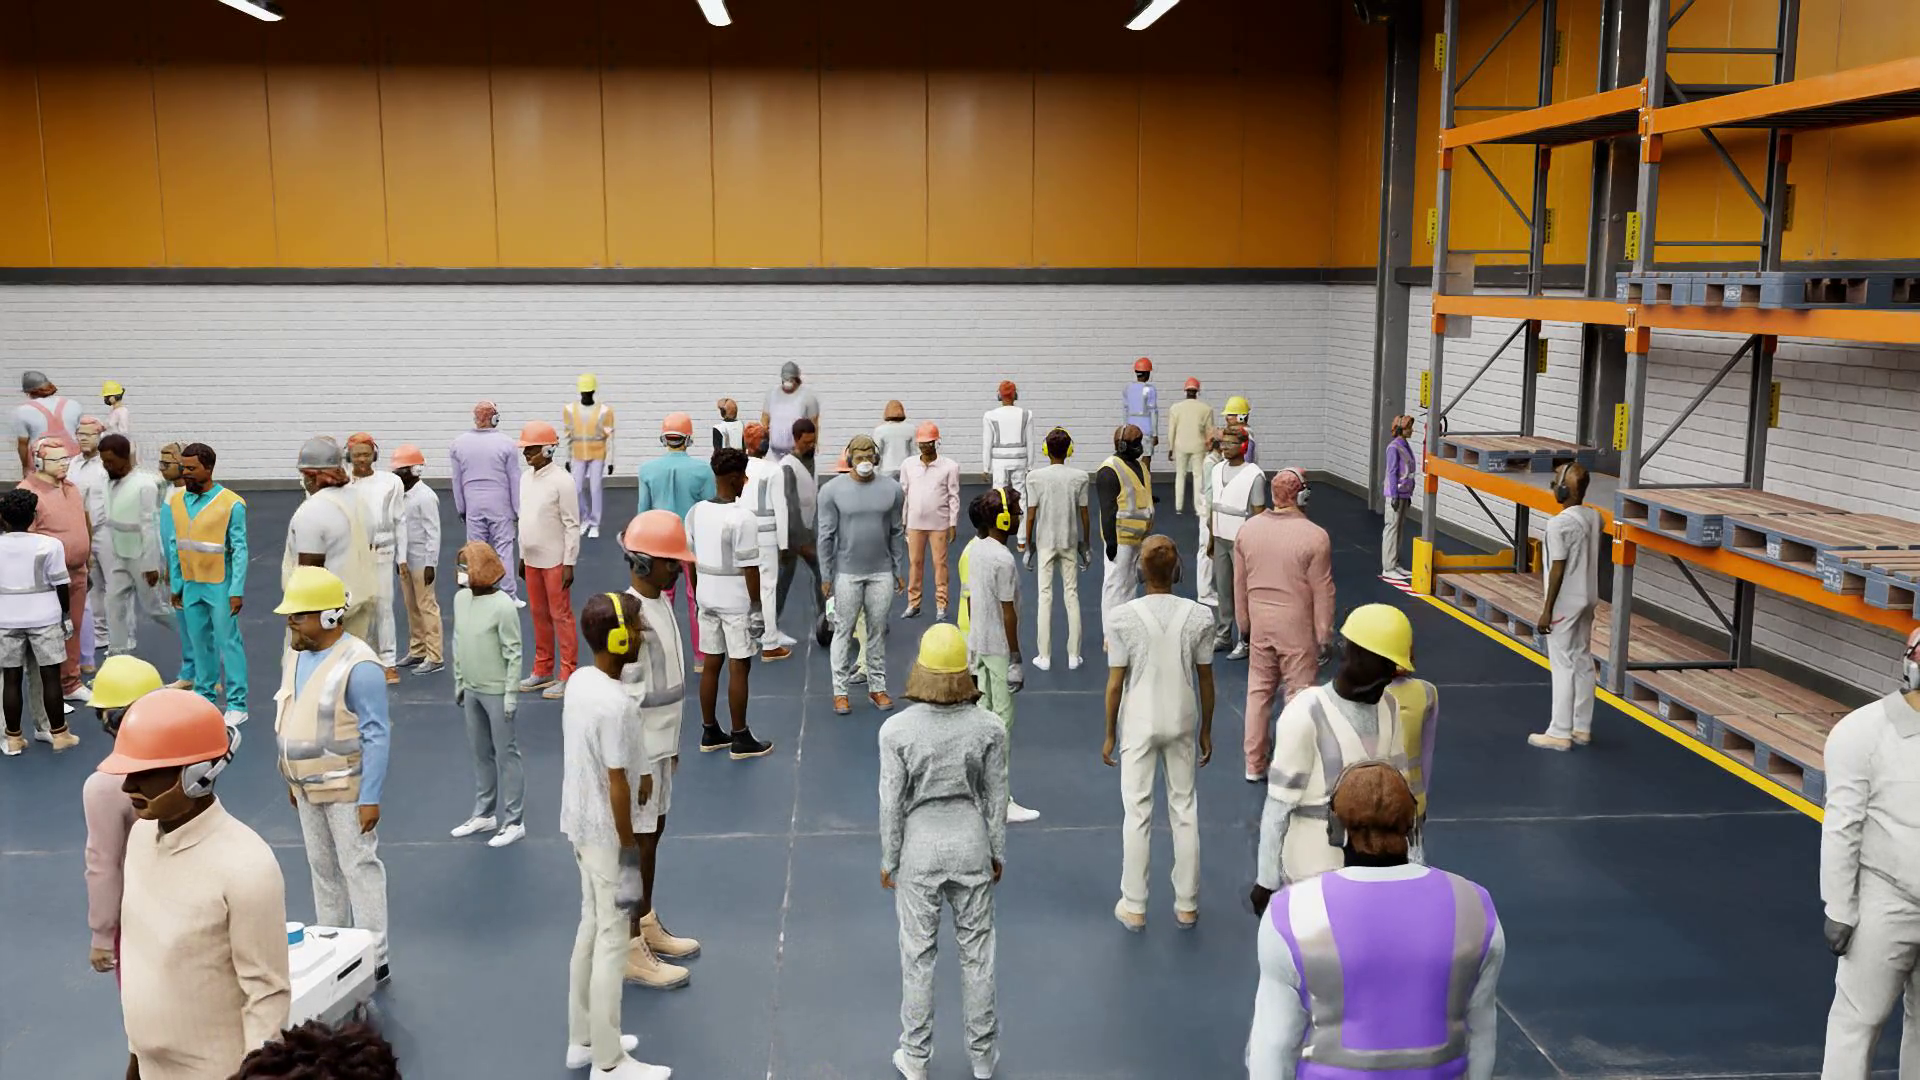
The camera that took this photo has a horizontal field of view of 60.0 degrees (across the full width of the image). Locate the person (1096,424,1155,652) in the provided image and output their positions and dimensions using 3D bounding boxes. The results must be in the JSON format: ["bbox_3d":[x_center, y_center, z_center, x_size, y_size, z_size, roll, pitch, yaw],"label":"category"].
[{"bbox_3d":[1.343,-0.010,13.349,0.429,1.844,0.623,6,11,33],"label":"person"}]

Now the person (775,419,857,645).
[{"bbox_3d":[-1.233,-0.050,13.513,0.891,1.866,0.611,3,10,19],"label":"person"}]

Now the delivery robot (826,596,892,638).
[{"bbox_3d":[-0.825,0.530,13.688,0.477,0.478,0.707,3,10,19],"label":"delivery robot"}]

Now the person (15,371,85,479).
[{"bbox_3d":[-9.944,-0.900,18.312,0.813,2.000,0.544,-9,13,-44],"label":"person"}]

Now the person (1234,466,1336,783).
[{"bbox_3d":[1.930,0.520,9.801,0.651,1.910,0.403,9,12,43],"label":"person"}]

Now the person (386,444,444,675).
[{"bbox_3d":[-4.165,0.144,12.656,0.341,1.748,0.574,-8,12,-42],"label":"person"}]

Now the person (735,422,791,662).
[{"bbox_3d":[-1.599,0.014,13.063,0.583,1.882,0.337,5,10,27],"label":"person"}]

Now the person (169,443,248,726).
[{"bbox_3d":[-5.025,0.301,11.149,0.593,1.920,0.391,3,9,17],"label":"person"}]

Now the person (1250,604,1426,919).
[{"bbox_3d":[1.408,1.160,5.925,0.857,1.866,0.618,9,13,44],"label":"person"}]

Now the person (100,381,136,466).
[{"bbox_3d":[-10.120,-1.030,20.021,0.339,1.761,0.524,-7,12,-39],"label":"person"}]

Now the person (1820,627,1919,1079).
[{"bbox_3d":[3.161,1.212,5.471,0.639,1.909,0.409,0,9,-2],"label":"person"}]

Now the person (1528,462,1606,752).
[{"bbox_3d":[3.878,0.424,10.606,0.506,1.845,0.344,-6,11,-35],"label":"person"}]

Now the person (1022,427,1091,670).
[{"bbox_3d":[0.744,0.067,12.780,0.533,1.868,0.310,-1,9,-4],"label":"person"}]

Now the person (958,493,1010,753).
[{"bbox_3d":[0.157,0.546,10.305,0.316,1.695,0.542,3,9,17],"label":"person"}]

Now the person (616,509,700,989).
[{"bbox_3d":[-1.313,0.879,7.147,0.398,2.039,0.605,1,9,3],"label":"person"}]

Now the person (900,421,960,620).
[{"bbox_3d":[-0.284,-0.168,14.613,0.559,1.752,0.326,2,9,14],"label":"person"}]

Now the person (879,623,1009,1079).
[{"bbox_3d":[-0.063,1.172,6.245,0.503,1.739,0.320,-1,9,-9],"label":"person"}]

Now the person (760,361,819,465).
[{"bbox_3d":[-2.106,-1.265,20.601,0.690,2.000,1.060,3,10,19],"label":"person"}]

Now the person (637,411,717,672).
[{"bbox_3d":[-2.133,0.017,12.687,0.623,1.995,0.389,1,9,4],"label":"person"}]

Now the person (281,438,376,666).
[{"bbox_3d":[-3.953,0.357,10.418,0.539,2.000,0.703,2,9,14],"label":"person"}]

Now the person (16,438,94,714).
[{"bbox_3d":[-6.261,0.241,11.568,0.405,1.906,0.653,1,9,5],"label":"person"}]

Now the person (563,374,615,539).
[{"bbox_3d":[-4.252,-0.955,19.072,0.601,1.902,0.453,0,9,3],"label":"person"}]

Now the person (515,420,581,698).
[{"bbox_3d":[-2.981,0.134,11.958,0.622,1.993,0.384,8,12,40],"label":"person"}]

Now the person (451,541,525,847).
[{"bbox_3d":[-2.517,0.810,8.846,0.501,1.632,0.280,7,11,37],"label":"person"}]

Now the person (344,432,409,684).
[{"bbox_3d":[-4.372,0.141,12.257,0.585,1.883,0.337,-3,10,-20],"label":"person"}]

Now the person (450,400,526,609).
[{"bbox_3d":[-4.226,-0.303,14.981,0.647,1.908,0.409,1,9,6],"label":"person"}]

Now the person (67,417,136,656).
[{"bbox_3d":[-6.863,-0.028,13.246,0.643,1.912,0.401,4,10,26],"label":"person"}]

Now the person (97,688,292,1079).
[{"bbox_3d":[-1.964,1.354,4.301,0.611,1.995,0.375,6,11,33],"label":"person"}]

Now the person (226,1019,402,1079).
[{"bbox_3d":[-0.890,1.662,2.531,0.633,1.947,0.550,5,10,28],"label":"person"}]

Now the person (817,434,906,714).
[{"bbox_3d":[-0.675,0.232,11.520,0.635,1.937,0.352,-3,10,-20],"label":"person"}]

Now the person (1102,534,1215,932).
[{"bbox_3d":[0.915,0.891,7.680,0.514,1.842,0.324,-1,9,-5],"label":"person"}]

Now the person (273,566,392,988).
[{"bbox_3d":[-2.638,1.009,6.971,0.597,1.831,0.403,7,11,36],"label":"person"}]

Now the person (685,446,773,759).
[{"bbox_3d":[-1.453,0.389,10.453,0.618,1.962,0.361,8,12,40],"label":"person"}]

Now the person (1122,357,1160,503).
[{"bbox_3d":[2.420,-1.454,22.110,0.545,1.938,0.358,8,12,41],"label":"person"}]

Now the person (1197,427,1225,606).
[{"bbox_3d":[2.334,-0.224,15.308,0.315,1.643,0.514,3,10,18],"label":"person"}]

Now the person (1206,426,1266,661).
[{"bbox_3d":[2.177,0.017,13.142,0.376,1.848,0.572,-6,11,-31],"label":"person"}]

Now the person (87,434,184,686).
[{"bbox_3d":[-6.123,0.121,12.475,0.616,1.869,0.869,5,11,31],"label":"person"}]

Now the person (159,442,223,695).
[{"bbox_3d":[-5.526,0.219,11.891,0.504,1.847,0.344,7,11,36],"label":"person"}]

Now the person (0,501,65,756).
[{"bbox_3d":[-5.964,0.532,10.570,0.308,1.639,0.523,5,10,30],"label":"person"}]

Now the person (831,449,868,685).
[{"bbox_3d":[-0.774,0.192,12.342,0.337,1.753,0.572,-1,9,-4],"label":"person"}]

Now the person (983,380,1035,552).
[{"bbox_3d":[0.530,-0.800,18.163,0.574,1.887,0.355,-1,9,-8],"label":"person"}]

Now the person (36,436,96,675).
[{"bbox_3d":[-6.748,0.134,12.473,0.360,1.837,0.505,5,10,28],"label":"person"}]

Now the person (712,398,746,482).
[{"bbox_3d":[-2.610,-0.790,18.861,0.309,1.645,0.515,6,11,35],"label":"person"}]

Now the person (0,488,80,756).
[{"bbox_3d":[-5.876,0.517,10.490,0.542,1.695,0.316,-2,9,-11],"label":"person"}]

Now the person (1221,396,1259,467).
[{"bbox_3d":[2.780,-0.524,16.649,0.404,1.824,0.585,1,9,4],"label":"person"}]

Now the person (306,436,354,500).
[{"bbox_3d":[-5.480,-0.096,14.536,0.282,1.631,0.503,7,12,39],"label":"person"}]

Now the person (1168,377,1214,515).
[{"bbox_3d":[2.918,-1.183,21.009,0.579,1.745,0.350,2,9,11],"label":"person"}]

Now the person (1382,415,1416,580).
[{"bbox_3d":[4.383,-0.431,16.618,0.307,1.641,0.512,5,10,28],"label":"person"}]

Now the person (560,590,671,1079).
[{"bbox_3d":[-1.327,1.110,6.231,0.323,1.868,0.553,-5,10,-30],"label":"person"}]

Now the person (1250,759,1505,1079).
[{"bbox_3d":[1.023,1.451,4.194,0.621,1.838,0.429,-1,9,-5],"label":"person"}]

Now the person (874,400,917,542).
[{"bbox_3d":[-0.721,-0.763,18.753,0.501,1.629,0.271,-2,9,-13],"label":"person"}]

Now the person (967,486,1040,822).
[{"bbox_3d":[0.220,0.629,9.244,0.326,1.872,0.518,-4,10,-25],"label":"person"}]
